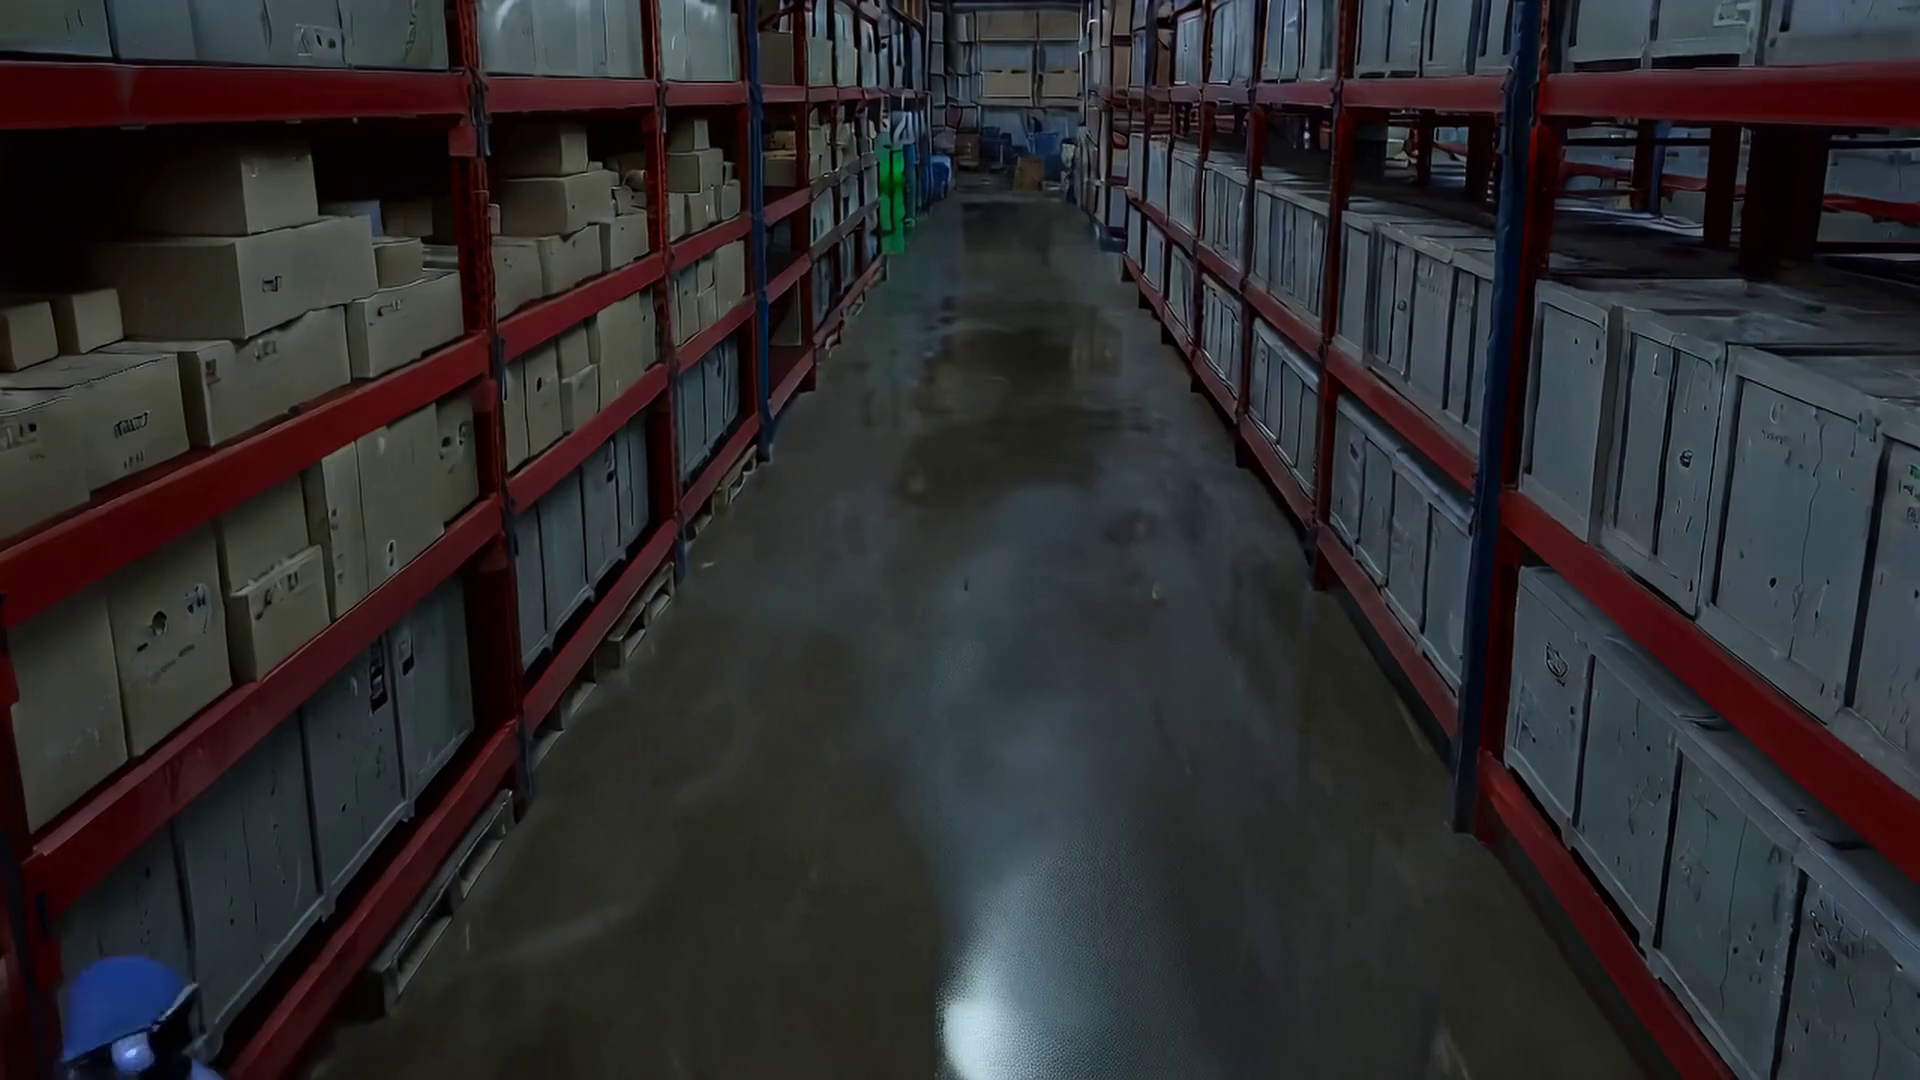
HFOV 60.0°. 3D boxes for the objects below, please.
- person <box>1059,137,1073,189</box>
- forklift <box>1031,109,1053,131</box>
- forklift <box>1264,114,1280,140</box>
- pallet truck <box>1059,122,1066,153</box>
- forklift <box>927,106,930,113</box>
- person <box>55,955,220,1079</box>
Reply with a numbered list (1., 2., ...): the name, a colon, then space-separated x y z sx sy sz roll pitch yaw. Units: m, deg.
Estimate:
1. person: 4.058 -13.940 61.503 0.765 1.914 0.548 -8 17 -26
2. forklift: 3.411 -16.597 69.542 1.129 2.768 1.873 0 15 2
3. forklift: 11.024 -13.976 59.790 1.129 2.768 1.873 0 15 2
4. pallet truck: 5.788 -21.111 88.014 1.885 1.965 0.823 5 16 18
5. forklift: -2.001 -20.667 84.687 1.129 2.768 1.873 0 15 2
6. person: -1.636 1.717 3.615 0.391 1.708 0.619 -14 20 -42
